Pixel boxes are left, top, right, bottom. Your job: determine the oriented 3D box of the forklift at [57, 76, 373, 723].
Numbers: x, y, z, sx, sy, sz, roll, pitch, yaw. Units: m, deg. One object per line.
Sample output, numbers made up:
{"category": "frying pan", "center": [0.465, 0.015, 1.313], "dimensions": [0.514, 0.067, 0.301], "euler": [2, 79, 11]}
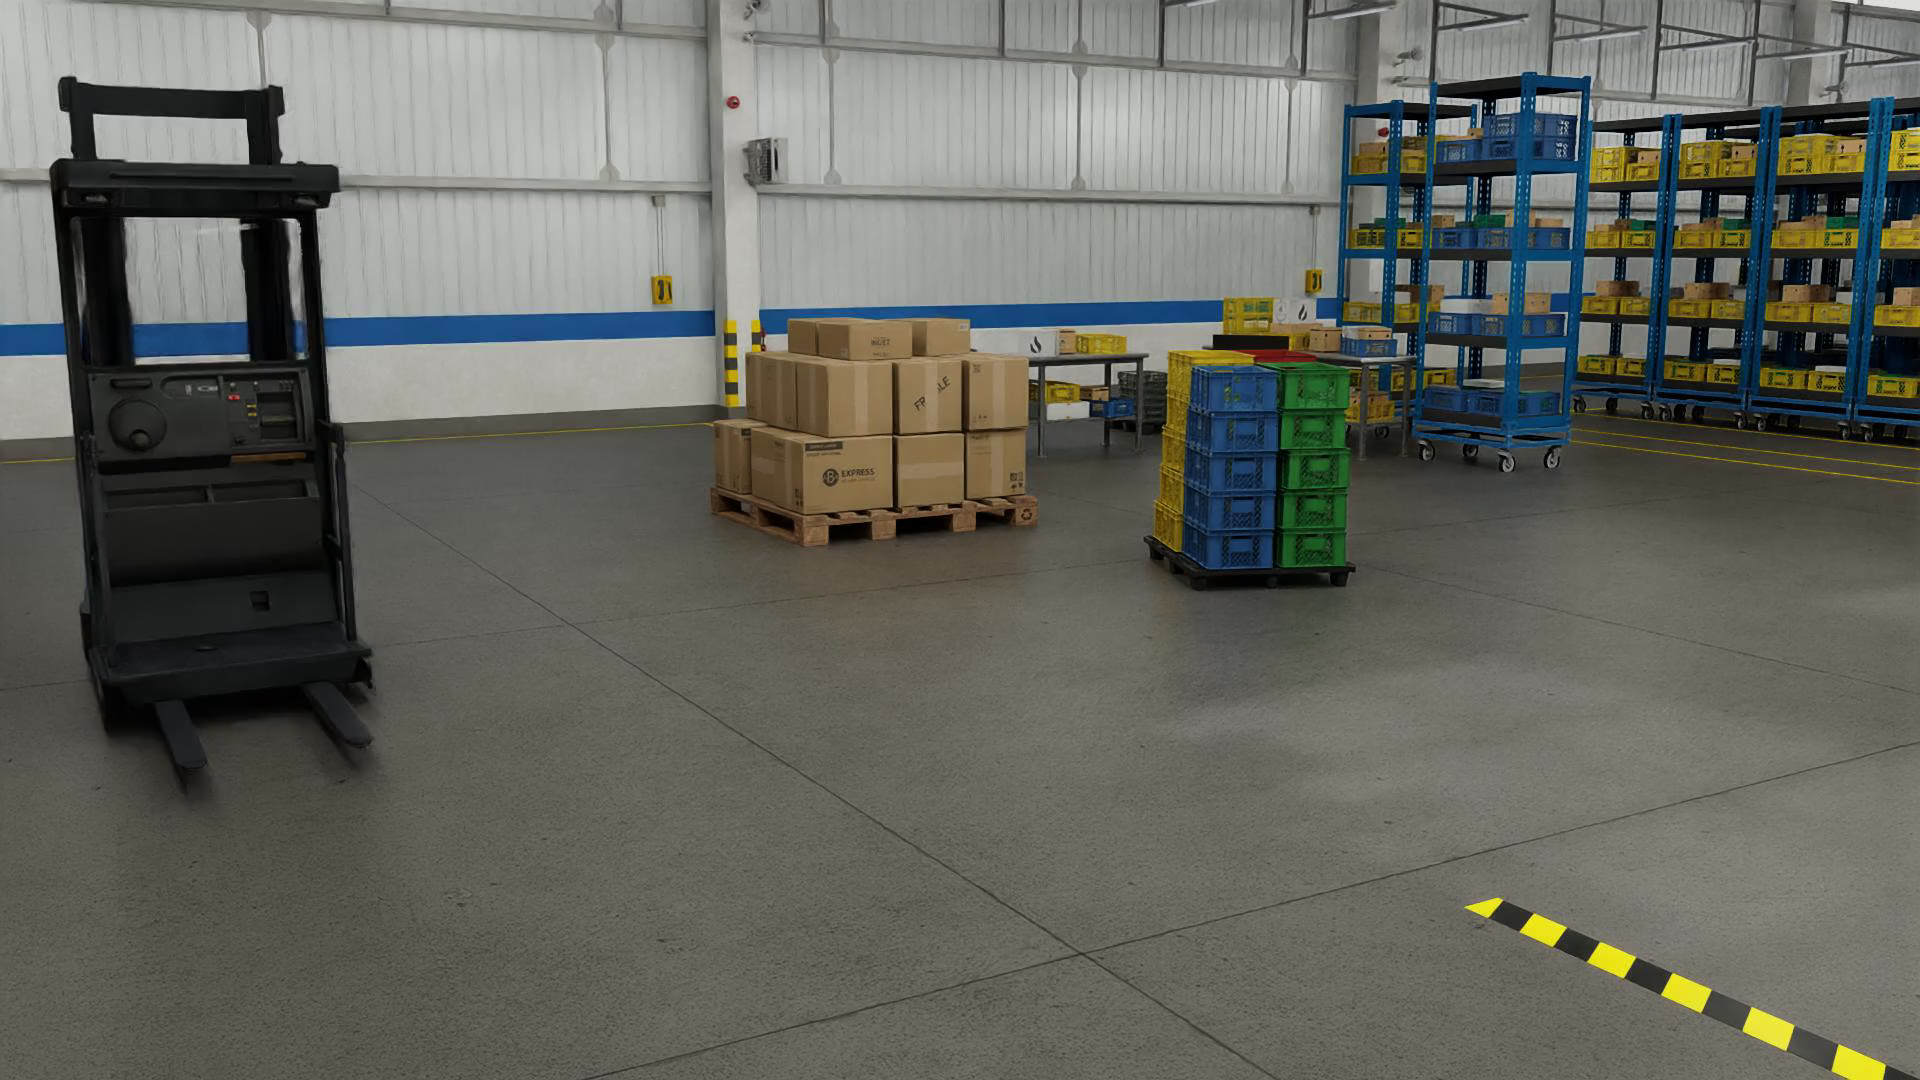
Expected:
{"category": "forklift", "center": [-3.663, -0.757, 7.960], "dimensions": [1.129, 2.768, 1.873], "euler": [-6, 12, -30]}
